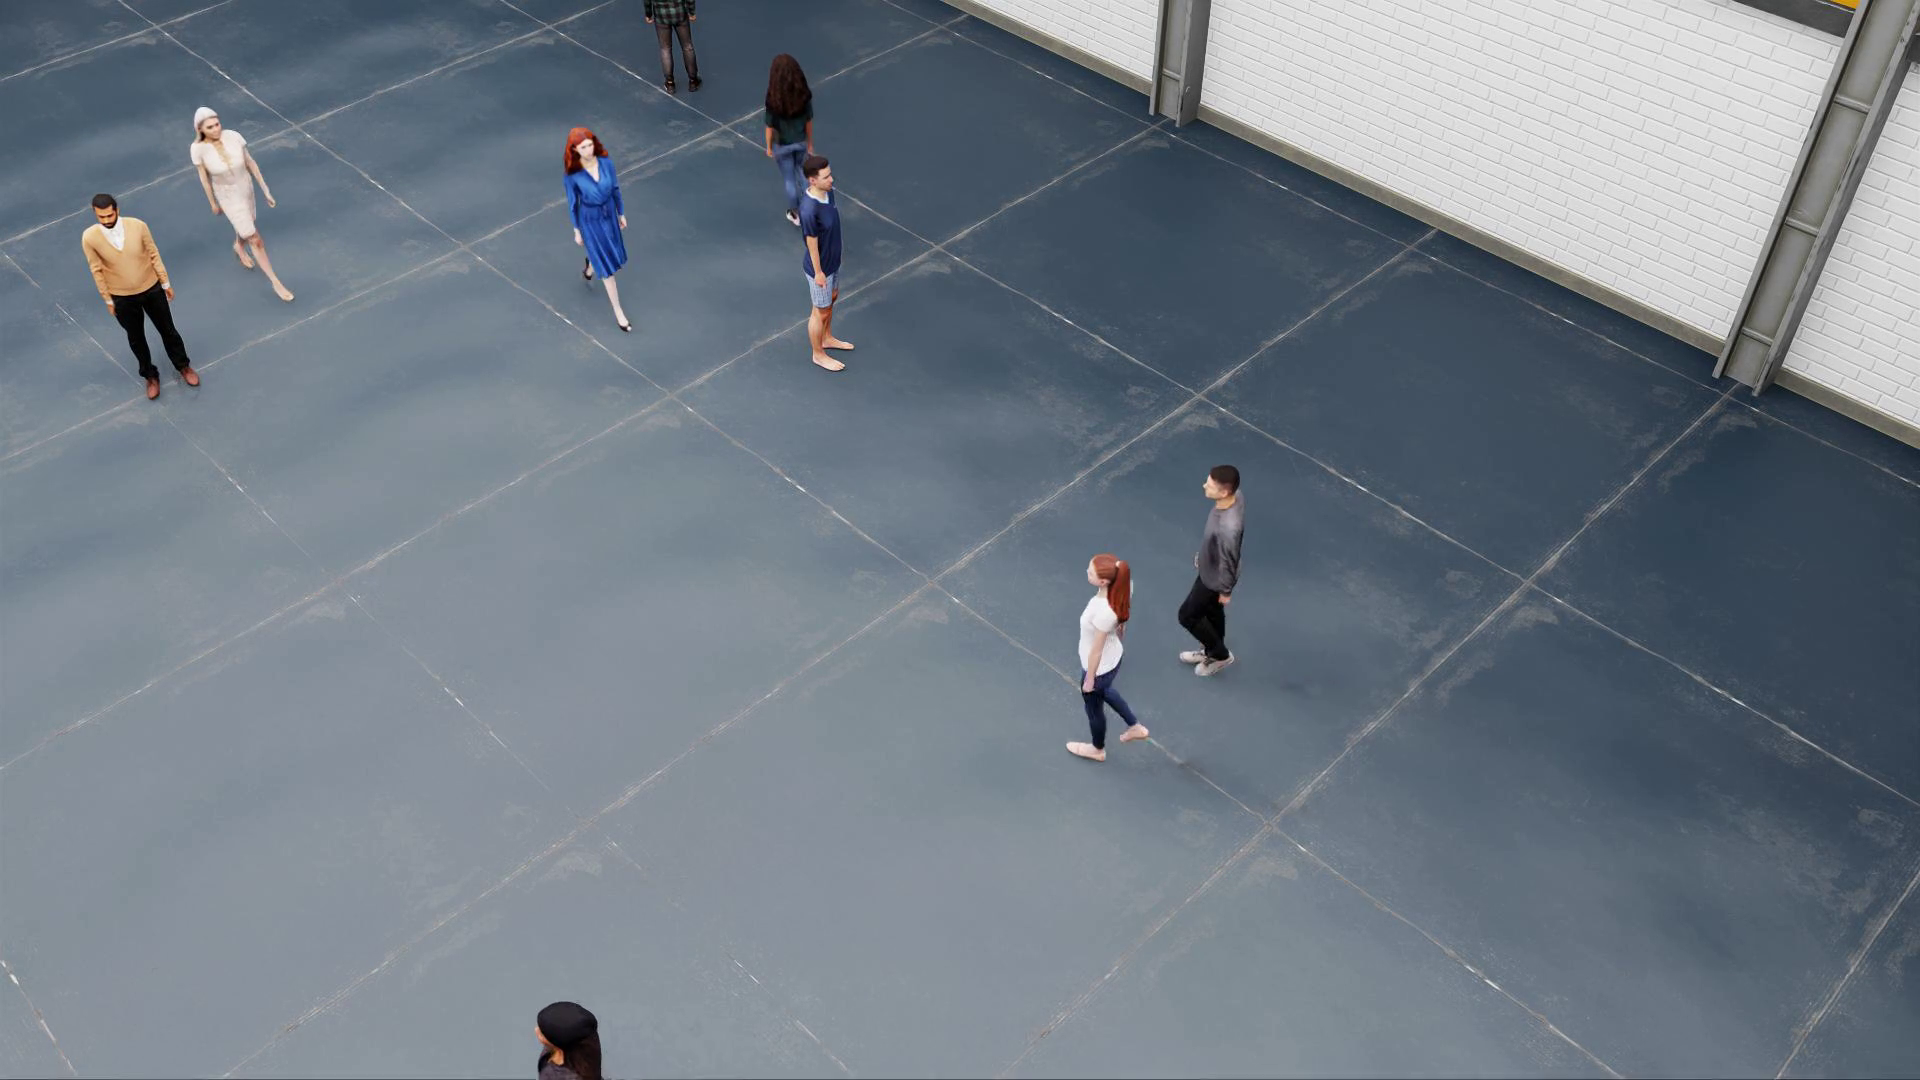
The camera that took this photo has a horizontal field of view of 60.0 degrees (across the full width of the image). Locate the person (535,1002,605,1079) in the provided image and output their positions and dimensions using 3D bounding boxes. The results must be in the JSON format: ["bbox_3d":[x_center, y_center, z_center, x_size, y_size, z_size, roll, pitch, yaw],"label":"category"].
[{"bbox_3d":[-1.714,2.760,7.995,1.002,1.729,0.988,-5,44,-5],"label":"person"}]

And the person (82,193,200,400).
[{"bbox_3d":[-6.390,-1.927,12.900,0.711,1.751,0.667,-23,48,-22],"label":"person"}]

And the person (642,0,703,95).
[{"bbox_3d":[-2.860,-5.258,16.436,0.746,1.715,0.747,-5,44,-5],"label":"person"}]

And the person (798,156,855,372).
[{"bbox_3d":[-1.088,-2.204,13.118,0.718,1.850,0.705,10,45,11],"label":"person"}]

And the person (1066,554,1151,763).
[{"bbox_3d":[0.958,0.763,10.095,0.838,1.725,0.737,14,45,14],"label":"person"}]

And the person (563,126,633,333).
[{"bbox_3d":[-2.960,-2.576,13.541,0.681,1.805,1.028,-28,50,-26],"label":"person"}]

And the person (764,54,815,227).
[{"bbox_3d":[-1.464,-3.469,14.622,0.654,1.606,0.680,-23,48,-22],"label":"person"}]

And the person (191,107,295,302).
[{"bbox_3d":[-6.089,-2.861,13.925,1.178,1.689,0.650,32,52,29],"label":"person"}]

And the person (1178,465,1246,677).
[{"bbox_3d":[1.732,0.215,10.650,0.791,1.752,0.748,8,44,8],"label":"person"}]
